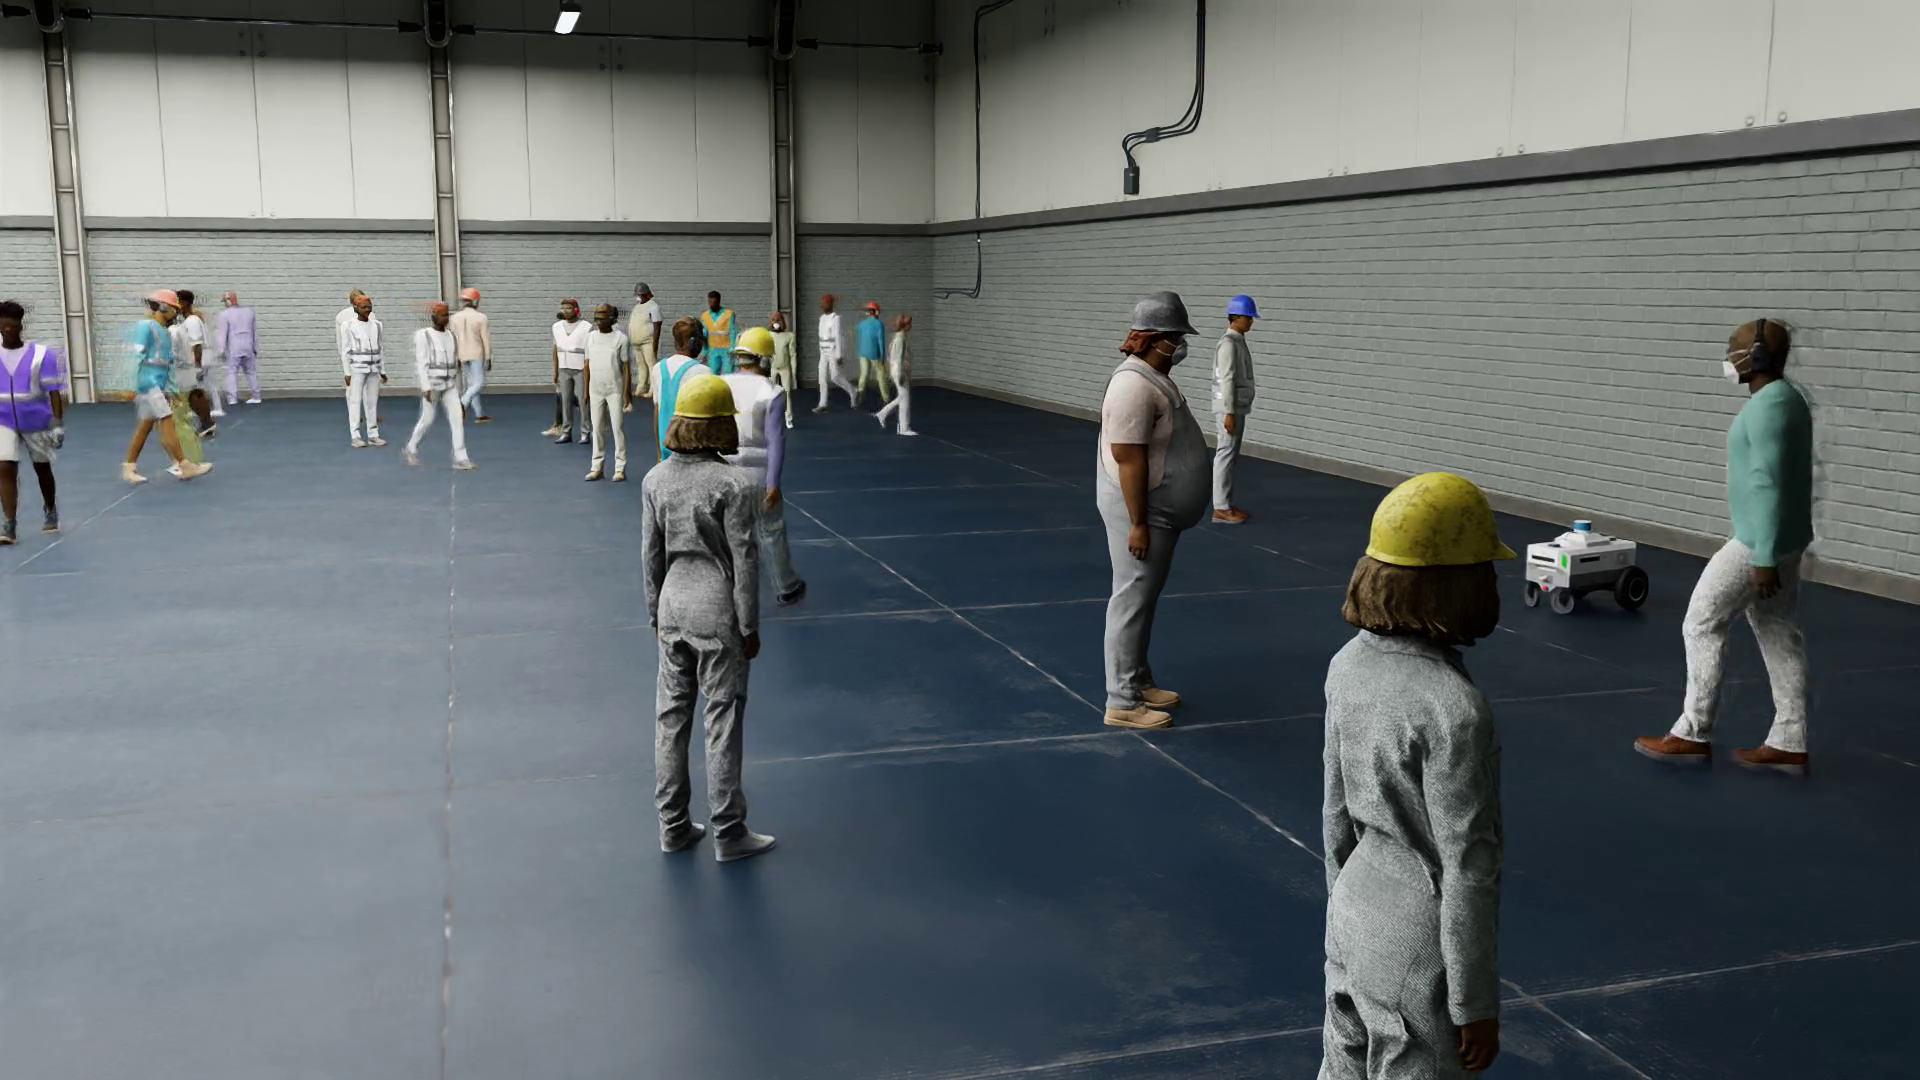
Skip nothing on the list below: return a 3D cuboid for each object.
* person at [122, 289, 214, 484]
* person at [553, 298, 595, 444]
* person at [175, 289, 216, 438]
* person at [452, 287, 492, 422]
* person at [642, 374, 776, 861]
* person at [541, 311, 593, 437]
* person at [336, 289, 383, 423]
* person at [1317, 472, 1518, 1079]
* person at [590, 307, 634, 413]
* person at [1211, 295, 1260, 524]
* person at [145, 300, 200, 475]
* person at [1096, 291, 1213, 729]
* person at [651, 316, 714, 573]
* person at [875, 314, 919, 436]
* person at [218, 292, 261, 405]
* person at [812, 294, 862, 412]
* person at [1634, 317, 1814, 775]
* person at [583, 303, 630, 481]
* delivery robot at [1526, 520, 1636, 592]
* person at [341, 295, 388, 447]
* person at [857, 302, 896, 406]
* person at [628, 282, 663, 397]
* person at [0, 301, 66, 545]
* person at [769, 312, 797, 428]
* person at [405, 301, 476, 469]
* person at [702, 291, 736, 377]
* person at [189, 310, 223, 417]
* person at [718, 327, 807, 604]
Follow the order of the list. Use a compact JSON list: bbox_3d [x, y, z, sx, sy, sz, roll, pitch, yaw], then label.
[{"bbox_3d":[-8.164,-1.556,16.962,0.894,1.970,0.673,-2,9,-14],"label":"person"},{"bbox_3d":[-4.868,-2.132,21.029,0.564,1.846,0.391,2,9,15],"label":"person"},{"bbox_3d":[-10.018,-2.293,21.733,0.438,1.950,0.611,-3,10,-21],"label":"person"},{"bbox_3d":[-7.033,-2.643,23.889,0.631,1.973,0.800,4,10,23],"label":"person"},{"bbox_3d":[-0.913,0.276,5.993,0.488,1.743,0.321,5,10,30],"label":"person"},{"bbox_3d":[-5.090,-2.174,21.869,0.818,1.668,0.531,-1,9,-3],"label":"person"},{"bbox_3d":[-8.671,-2.647,24.019,0.636,1.937,0.355,2,9,13],"label":"person"},{"bbox_3d":[0.822,0.745,3.002,0.294,1.744,0.487,-3,9,-16],"label":"person"},{"bbox_3d":[-5.467,-2.810,25.950,0.867,1.644,0.543,3,9,18],"label":"person"},{"bbox_3d":[2.350,-1.118,14.244,0.403,1.943,0.610,3,9,17],"label":"person"},{"bbox_3d":[-8.328,-1.623,17.596,0.519,1.899,0.620,-3,9,-18],"label":"person"},{"bbox_3d":[0.915,-0.155,7.798,0.536,2.000,0.683,2,9,14],"label":"person"},{"bbox_3d":[-1.839,-0.584,11.199,0.517,1.836,0.349,5,10,29],"label":"person"},{"bbox_3d":[-0.834,-2.191,22.088,0.511,1.623,0.534,0,9,1],"label":"person"},{"bbox_3d":[-11.990,-3.178,27.619,0.407,1.884,0.718,6,11,33],"label":"person"},{"bbox_3d":[-1.947,-2.922,26.063,0.760,1.858,0.576,-6,11,-35],"label":"person"},{"bbox_3d":[3.256,0.026,7.033,0.811,1.909,0.663,6,11,33],"label":"person"},{"bbox_3d":[-3.637,-1.515,17.117,0.506,1.840,0.343,2,9,10],"label":"person"},{"bbox_3d":[3.911,0.118,10.477,0.707,0.478,0.477,-5,10,-30],"label":"delivery robot"},{"bbox_3d":[-7.411,-2.101,20.708,0.337,1.882,0.584,6,11,36],"label":"person"},{"bbox_3d":[-1.395,-3.056,27.357,0.608,1.699,0.818,8,12,42],"label":"person"},{"bbox_3d":[-5.582,-3.530,29.327,0.673,2.000,0.536,9,12,44],"label":"person"},{"bbox_3d":[-7.489,-0.949,13.298,0.627,1.914,1.021,-3,9,-17],"label":"person"},{"bbox_3d":[-2.526,-2.358,23.177,0.501,1.626,0.280,0,9,-1],"label":"person"},{"bbox_3d":[-5.768,-1.702,18.301,0.928,1.849,0.576,6,11,36],"label":"person"},{"bbox_3d":[-3.808,-3.017,26.509,0.664,1.896,0.489,4,10,23],"label":"person"},{"bbox_3d":[-11.545,-2.651,25.073,0.771,1.605,0.498,-4,10,-26],"label":"person"},{"bbox_3d":[-1.315,-0.420,10.342,0.592,1.785,0.928,4,10,23],"label":"person"}]
